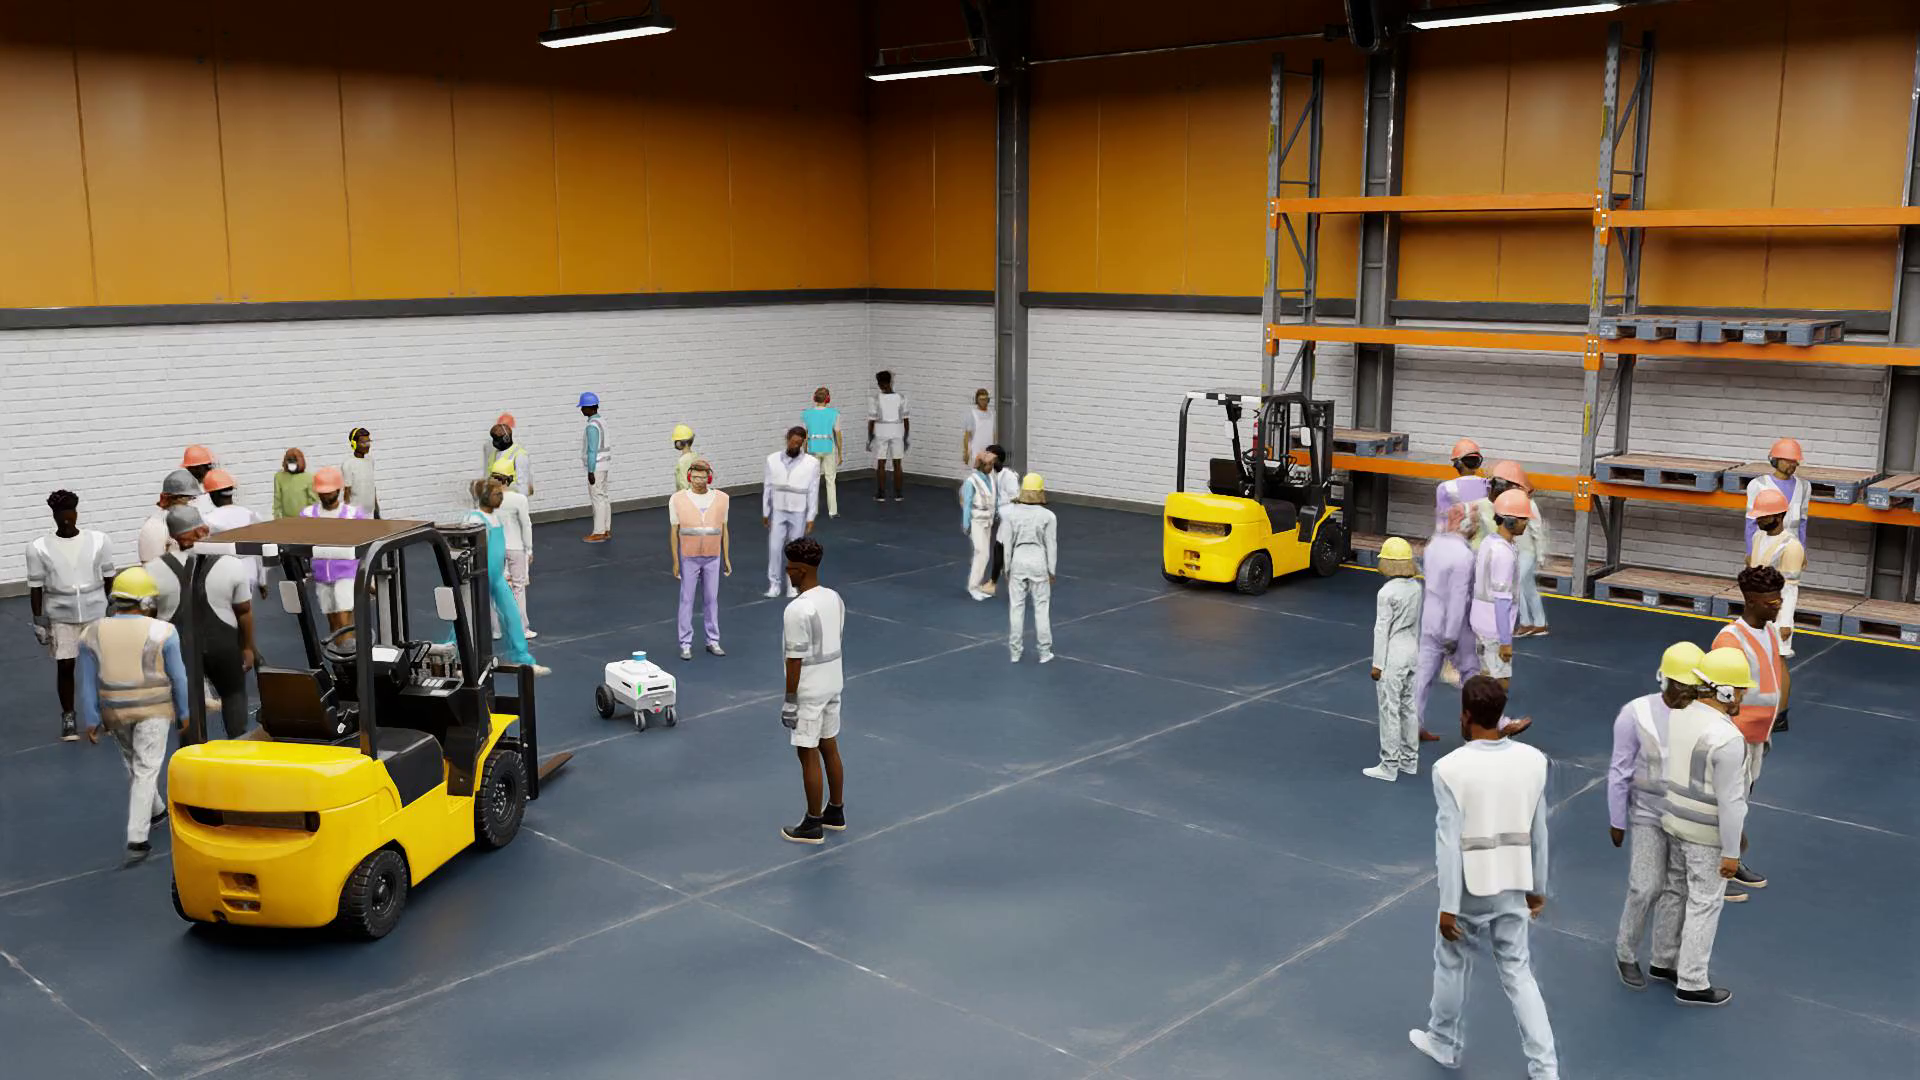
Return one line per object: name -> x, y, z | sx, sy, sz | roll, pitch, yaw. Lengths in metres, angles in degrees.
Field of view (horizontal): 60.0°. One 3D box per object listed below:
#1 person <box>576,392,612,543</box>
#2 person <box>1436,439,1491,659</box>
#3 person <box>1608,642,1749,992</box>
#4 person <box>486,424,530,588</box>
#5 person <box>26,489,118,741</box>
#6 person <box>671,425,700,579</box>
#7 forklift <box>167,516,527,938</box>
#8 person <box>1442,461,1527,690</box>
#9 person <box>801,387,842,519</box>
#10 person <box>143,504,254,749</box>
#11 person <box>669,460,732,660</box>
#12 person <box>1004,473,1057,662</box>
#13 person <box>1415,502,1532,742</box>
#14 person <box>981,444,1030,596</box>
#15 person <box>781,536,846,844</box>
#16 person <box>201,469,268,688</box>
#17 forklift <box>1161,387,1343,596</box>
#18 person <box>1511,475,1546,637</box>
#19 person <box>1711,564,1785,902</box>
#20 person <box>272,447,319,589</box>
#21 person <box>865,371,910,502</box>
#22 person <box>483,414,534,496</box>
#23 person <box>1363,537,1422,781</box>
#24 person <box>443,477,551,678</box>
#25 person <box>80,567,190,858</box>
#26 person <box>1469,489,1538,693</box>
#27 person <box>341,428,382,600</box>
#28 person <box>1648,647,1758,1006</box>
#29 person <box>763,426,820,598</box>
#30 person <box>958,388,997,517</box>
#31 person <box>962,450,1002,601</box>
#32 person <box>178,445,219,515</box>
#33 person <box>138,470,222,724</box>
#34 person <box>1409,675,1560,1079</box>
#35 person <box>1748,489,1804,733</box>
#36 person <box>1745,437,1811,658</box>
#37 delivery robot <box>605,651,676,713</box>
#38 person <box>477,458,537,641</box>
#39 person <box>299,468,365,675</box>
person -> -4.692, -0.936, 21.374 | 0.416, 1.939, 0.605 | 0, 10, 0
person -> 4.613, 0.090, 15.249 | 0.606, 2.037, 0.382 | -2, 10, -10
person -> 3.614, 1.396, 8.430 | 0.628, 1.823, 0.417 | -1, 10, -4
person -> -5.052, -0.392, 18.593 | 0.635, 1.830, 0.429 | 8, 13, 39
person -> -6.779, 0.569, 12.761 | 0.610, 1.956, 0.396 | -7, 12, -35
person -> -3.119, -0.433, 18.993 | 0.323, 1.768, 0.523 | 1, 10, 7
forklift -> -3.583, 0.976, 9.748 | 1.214, 2.155, 2.313 | 2, 10, 11
person -> 4.417, 0.309, 14.100 | 0.623, 1.992, 0.687 | -9, 13, -42
person -> -1.917, -1.199, 23.123 | 0.565, 1.846, 0.388 | 1, 10, 7
person -> -5.316, 0.718, 11.658 | 0.703, 2.000, 0.549 | -3, 11, -18
person -> -2.393, 0.173, 15.333 | 0.563, 1.839, 0.394 | -5, 11, -24
person -> 0.648, 0.253, 15.178 | 0.488, 1.736, 0.317 | 2, 10, 12
person -> 3.841, 0.638, 12.614 | 0.990, 1.859, 0.657 | -2, 10, -11
person -> 0.433, -0.206, 18.034 | 0.746, 1.645, 0.570 | -2, 10, -13
person -> -0.942, 0.947, 10.606 | 0.386, 1.958, 0.599 | 4, 11, 22
person -> -6.189, 0.337, 14.278 | 0.904, 1.896, 0.536 | 7, 12, 33
forklift -> 3.298, -0.608, 18.767 | 1.214, 2.155, 2.313 | 9, 13, 42
person -> 5.482, 0.151, 16.107 | 0.552, 1.598, 0.520 | 0, 10, -1
person -> 4.564, 1.100, 9.691 | 0.609, 1.964, 0.367 | -9, 13, -42
person -> -7.247, -0.229, 18.241 | 0.516, 1.613, 0.500 | 2, 10, 9
person -> -1.076, -1.543, 24.798 | 0.660, 1.950, 0.408 | -3, 10, -14
person -> -5.620, -0.721, 20.787 | 0.572, 1.703, 0.850 | 3, 10, 16
person -> 3.089, 0.838, 11.847 | 0.338, 1.733, 0.480 | 10, 14, 44
person -> -4.137, 0.341, 14.519 | 0.977, 1.797, 0.526 | 1, 10, 8
person -> -5.166, 1.059, 10.460 | 0.594, 1.786, 0.958 | -1, 10, -3
person -> 3.946, 0.638, 12.140 | 0.423, 2.035, 0.614 | 1, 10, 7
person -> -6.412, -0.284, 17.882 | 0.331, 1.864, 0.505 | 3, 10, 15
person -> 3.707, 1.422, 8.293 | 0.403, 1.818, 0.600 | -2, 10, -9
person -> -1.808, -0.293, 17.870 | 0.639, 1.882, 0.530 | 1, 10, 8
person -> 0.255, -1.257, 23.549 | 0.509, 1.822, 0.770 | -6, 12, -30
person -> 0.244, -0.158, 17.827 | 0.407, 1.620, 0.520 | 6, 12, 30
person -> -7.163, 0.062, 15.706 | 0.490, 1.924, 0.581 | -3, 10, -15
person -> -6.164, 0.433, 13.278 | 0.536, 2.000, 0.684 | 2, 10, 10
person -> 2.404, 1.552, 7.405 | 0.604, 1.880, 0.900 | -4, 11, -19
person -> 6.287, 0.553, 12.965 | 0.418, 1.920, 0.545 | -1, 10, -5
person -> 7.517, 0.075, 15.300 | 0.608, 2.048, 0.365 | -2, 10, -9
delivery robot -> -2.548, 1.133, 13.253 | 0.477, 0.478, 0.707 | -7, 12, -34
person -> -4.357, 0.094, 15.987 | 0.523, 1.769, 0.315 | 1, 10, 6
person -> -5.392, 0.340, 14.218 | 0.571, 1.901, 0.887 | 0, 10, 0
